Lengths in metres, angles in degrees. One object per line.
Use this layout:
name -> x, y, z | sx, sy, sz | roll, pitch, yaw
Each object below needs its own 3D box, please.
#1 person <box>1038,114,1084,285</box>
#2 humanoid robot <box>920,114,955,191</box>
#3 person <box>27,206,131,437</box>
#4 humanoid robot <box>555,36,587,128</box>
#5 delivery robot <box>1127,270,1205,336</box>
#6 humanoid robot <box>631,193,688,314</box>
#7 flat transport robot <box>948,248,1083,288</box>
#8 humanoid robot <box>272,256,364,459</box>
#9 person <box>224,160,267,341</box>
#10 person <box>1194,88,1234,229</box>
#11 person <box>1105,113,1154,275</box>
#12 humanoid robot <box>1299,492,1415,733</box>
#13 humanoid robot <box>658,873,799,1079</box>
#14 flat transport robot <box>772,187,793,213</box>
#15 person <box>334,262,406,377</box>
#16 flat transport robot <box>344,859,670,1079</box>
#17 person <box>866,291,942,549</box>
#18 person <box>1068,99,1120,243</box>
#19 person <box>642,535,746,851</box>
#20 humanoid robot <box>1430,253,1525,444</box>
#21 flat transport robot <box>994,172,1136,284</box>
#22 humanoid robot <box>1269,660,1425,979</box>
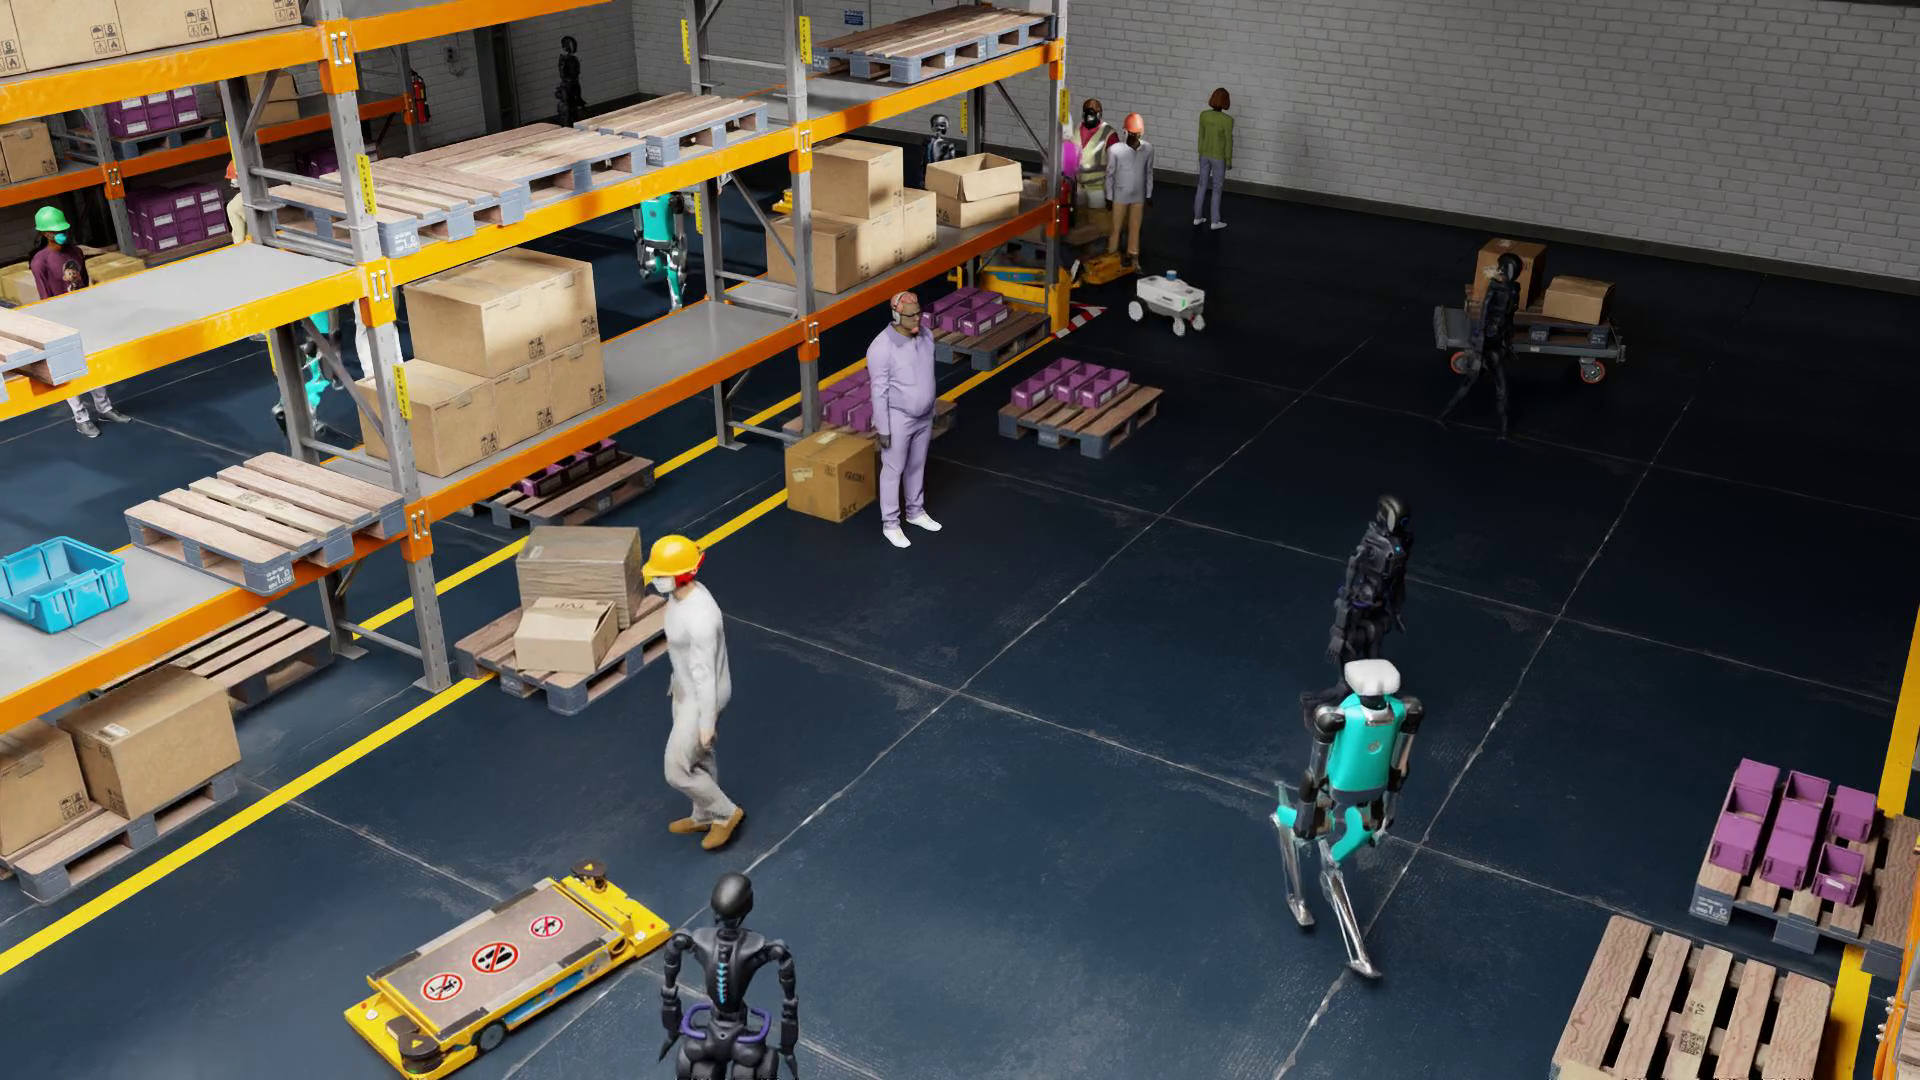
person -> 1.088, -3.576, 17.537 | 0.707, 1.816, 0.554 | 23, 35, 37
humanoid robot -> -0.247, -3.824, 18.176 | 0.334, 1.642, 0.593 | -22, 34, -37
person -> -7.465, -1.850, 13.986 | 0.420, 1.950, 0.498 | 10, 29, 19
humanoid robot -> -5.277, -5.894, 22.262 | 0.456, 1.647, 0.609 | 5, 27, 10
delivery robot -> 2.082, -2.391, 16.596 | 0.499, 0.598, 0.798 | -20, 33, -34
humanoid robot -> -2.771, -2.689, 15.866 | 0.552, 1.730, 1.011 | 7, 28, 14
flat transport robot -> 0.621, -2.937, 17.985 | 1.431, 0.231, 0.659 | 4, 27, 8
humanoid robot -> -5.283, -1.352, 13.296 | 1.029, 1.760, 0.537 | -23, 35, -38
person -> -6.819, -2.796, 16.066 | 0.334, 1.749, 0.574 | 8, 28, 15
person -> 2.988, -4.482, 19.532 | 0.286, 1.627, 0.496 | -23, 35, -38
person -> 1.824, -3.701, 17.848 | 0.562, 1.752, 0.325 | -8, 28, -16
humanoid robot -> 2.338, 0.436, 9.804 | 0.616, 1.644, 0.496 | -20, 33, -33
humanoid robot -> -0.940, 2.023, 6.691 | 0.604, 1.639, 0.596 | 2, 27, 4
flat transport robot -> -1.684, -4.306, 20.683 | 0.659, 0.231, 1.431 | 12, 29, 23
person -> -5.255, -2.300, 14.893 | 0.627, 1.935, 0.373 | -23, 35, -38
flat transport robot -> -2.187, 2.075, 8.109 | 0.659, 0.231, 1.431 | 23, 35, 38
person -> -0.376, -0.894, 12.153 | 0.414, 1.908, 0.641 | 20, 33, 34
person -> 1.392, -3.861, 18.067 | 0.627, 1.846, 0.429 | 16, 31, 28
person -> -1.411, 0.825, 8.788 | 0.410, 1.883, 0.634 | -10, 28, -18
humanoid robot -> 4.411, -1.616, 13.892 | 0.807, 1.628, 0.608 | 24, 35, 39
flat transport robot -> 1.168, -3.112, 18.331 | 1.431, 0.231, 0.659 | 22, 34, 36
humanoid robot -> 1.816, 1.272, 8.069 | 0.553, 1.734, 0.997 | -6, 28, -12
